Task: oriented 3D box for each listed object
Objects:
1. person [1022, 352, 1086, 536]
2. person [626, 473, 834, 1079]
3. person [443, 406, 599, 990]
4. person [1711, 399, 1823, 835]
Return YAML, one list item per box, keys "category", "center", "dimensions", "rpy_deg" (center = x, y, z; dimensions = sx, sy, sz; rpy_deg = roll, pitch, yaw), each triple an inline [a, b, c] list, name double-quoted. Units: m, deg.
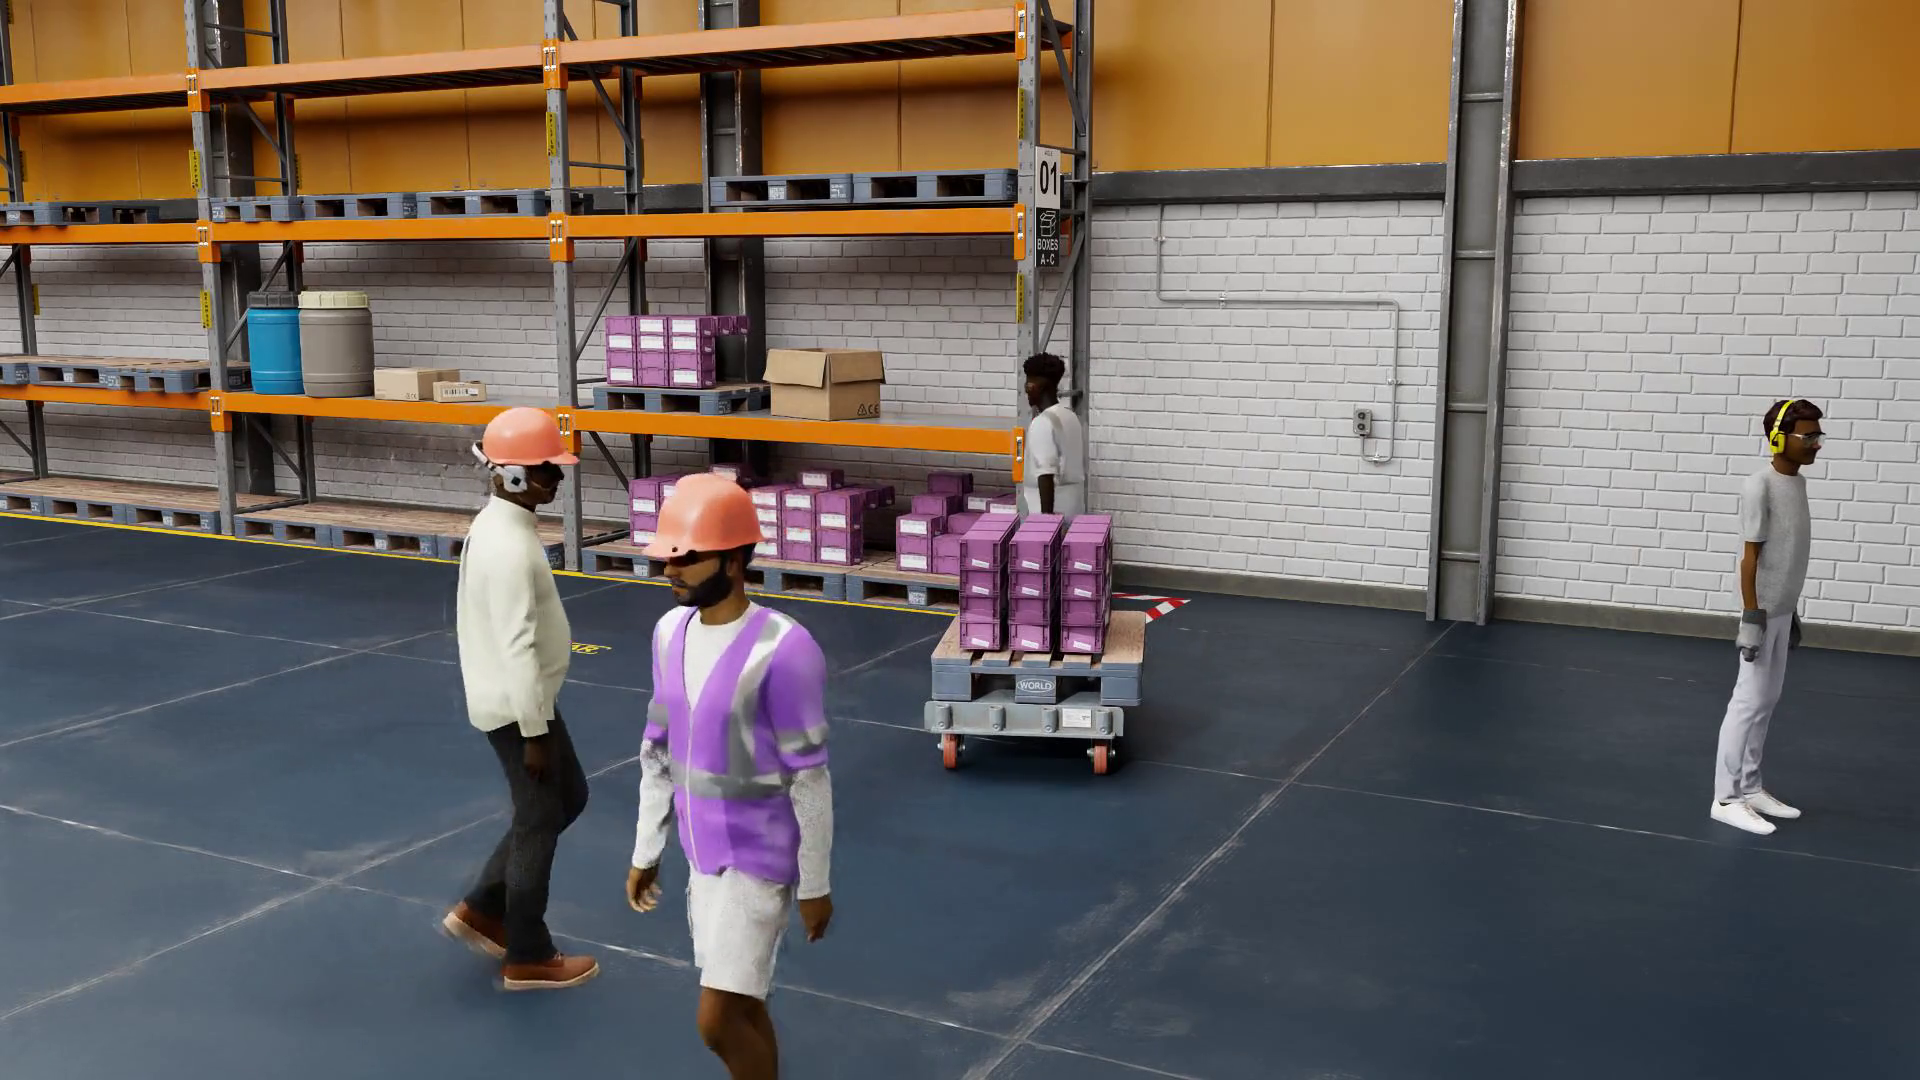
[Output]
- category: "person"
  center: [0.473, -0.178, 10.118]
  dimensions: [0.981, 1.910, 0.648]
  rpy_deg: [4, 10, 26]
- category: "person"
  center: [-0.591, 0.789, 4.168]
  dimensions: [0.548, 1.920, 0.560]
  rpy_deg: [-9, 13, -44]
- category: "person"
  center: [-1.429, 0.538, 5.528]
  dimensions: [0.438, 1.970, 0.639]
  rpy_deg: [-3, 10, -17]
- category: "person"
  center: [3.517, 0.320, 7.206]
  dimensions: [0.530, 1.869, 0.311]
  rpy_deg: [-9, 13, -43]
